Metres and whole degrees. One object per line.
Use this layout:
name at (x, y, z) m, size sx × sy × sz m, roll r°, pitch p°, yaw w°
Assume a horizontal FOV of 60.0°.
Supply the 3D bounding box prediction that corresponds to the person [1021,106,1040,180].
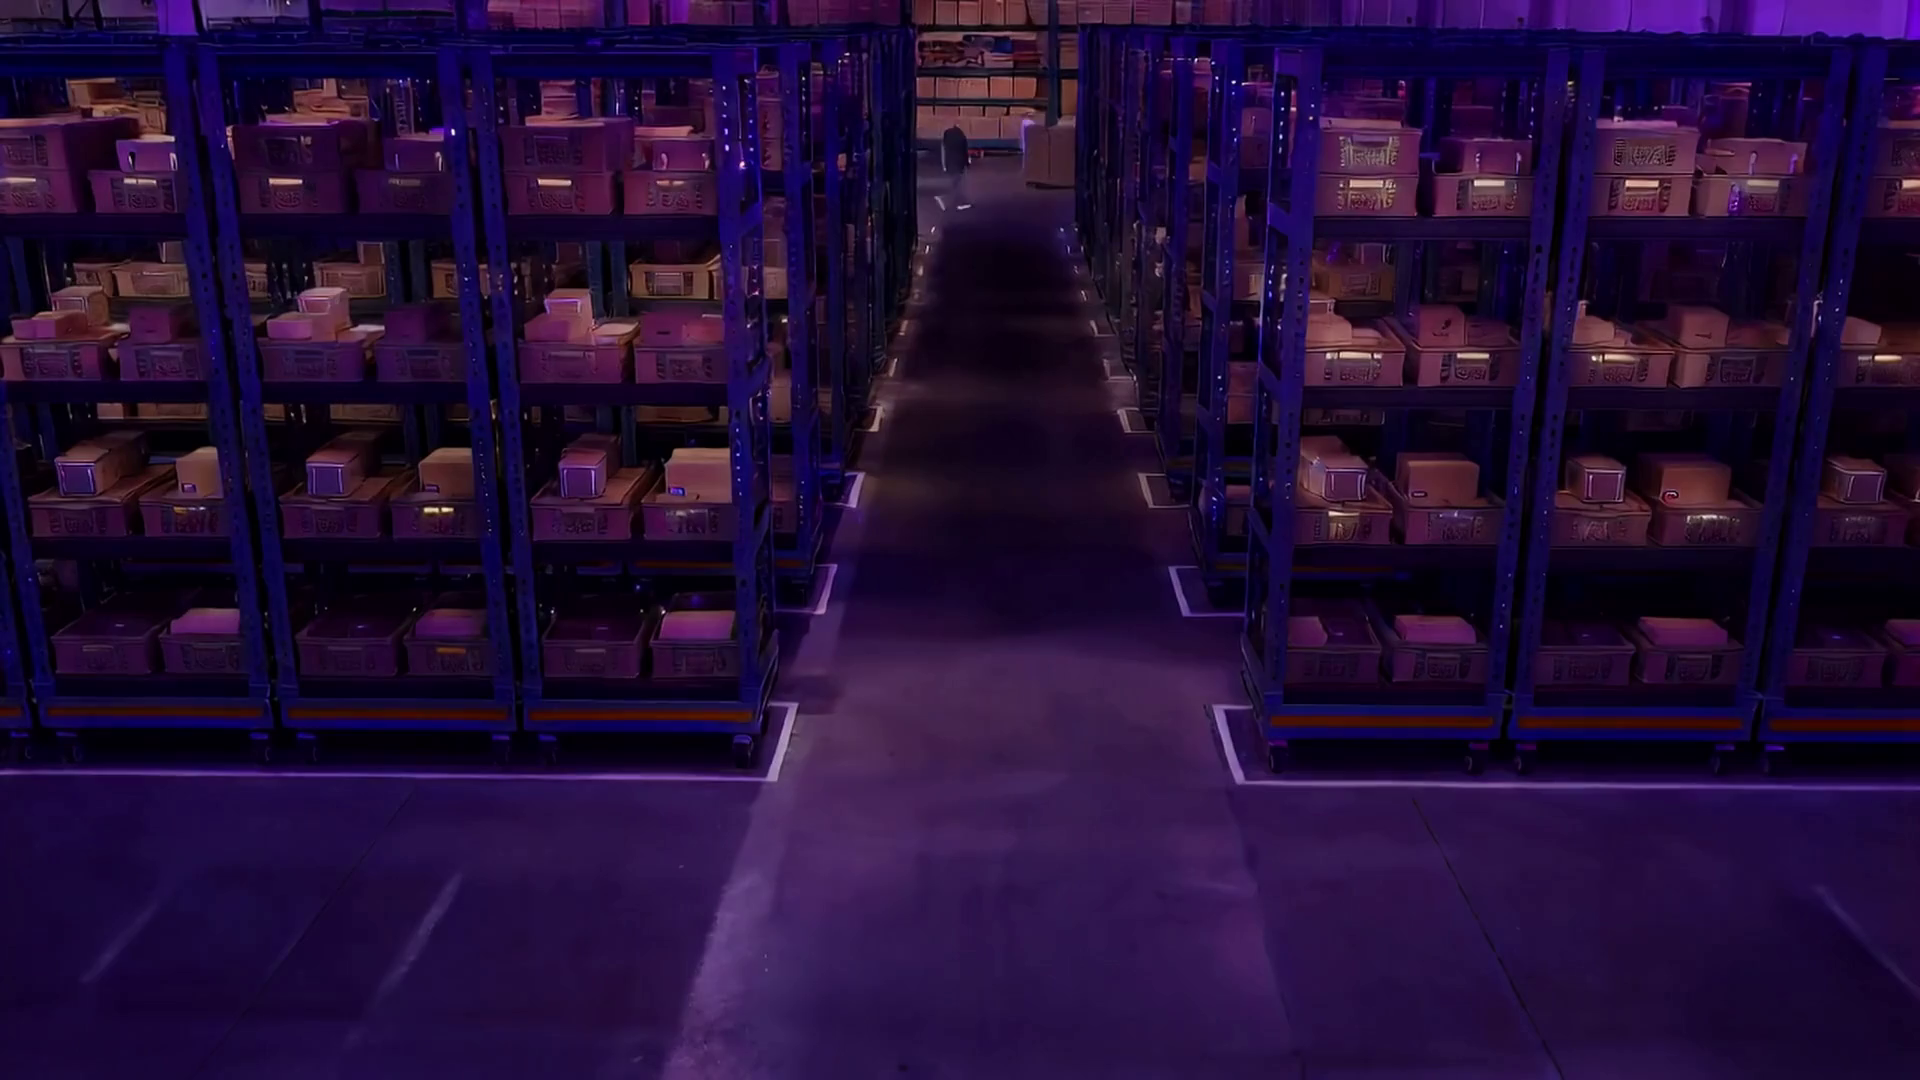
person at (1.697, -9.450, 39.638) m, size 0.571 × 1.731 × 0.395 m, roll 13°, pitch 22°, yaw 36°

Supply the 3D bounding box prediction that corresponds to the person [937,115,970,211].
person at (-0.125, -7.578, 33.448) m, size 0.836 × 1.878 × 0.641 m, roll -12°, pitch 21°, yaw -34°
